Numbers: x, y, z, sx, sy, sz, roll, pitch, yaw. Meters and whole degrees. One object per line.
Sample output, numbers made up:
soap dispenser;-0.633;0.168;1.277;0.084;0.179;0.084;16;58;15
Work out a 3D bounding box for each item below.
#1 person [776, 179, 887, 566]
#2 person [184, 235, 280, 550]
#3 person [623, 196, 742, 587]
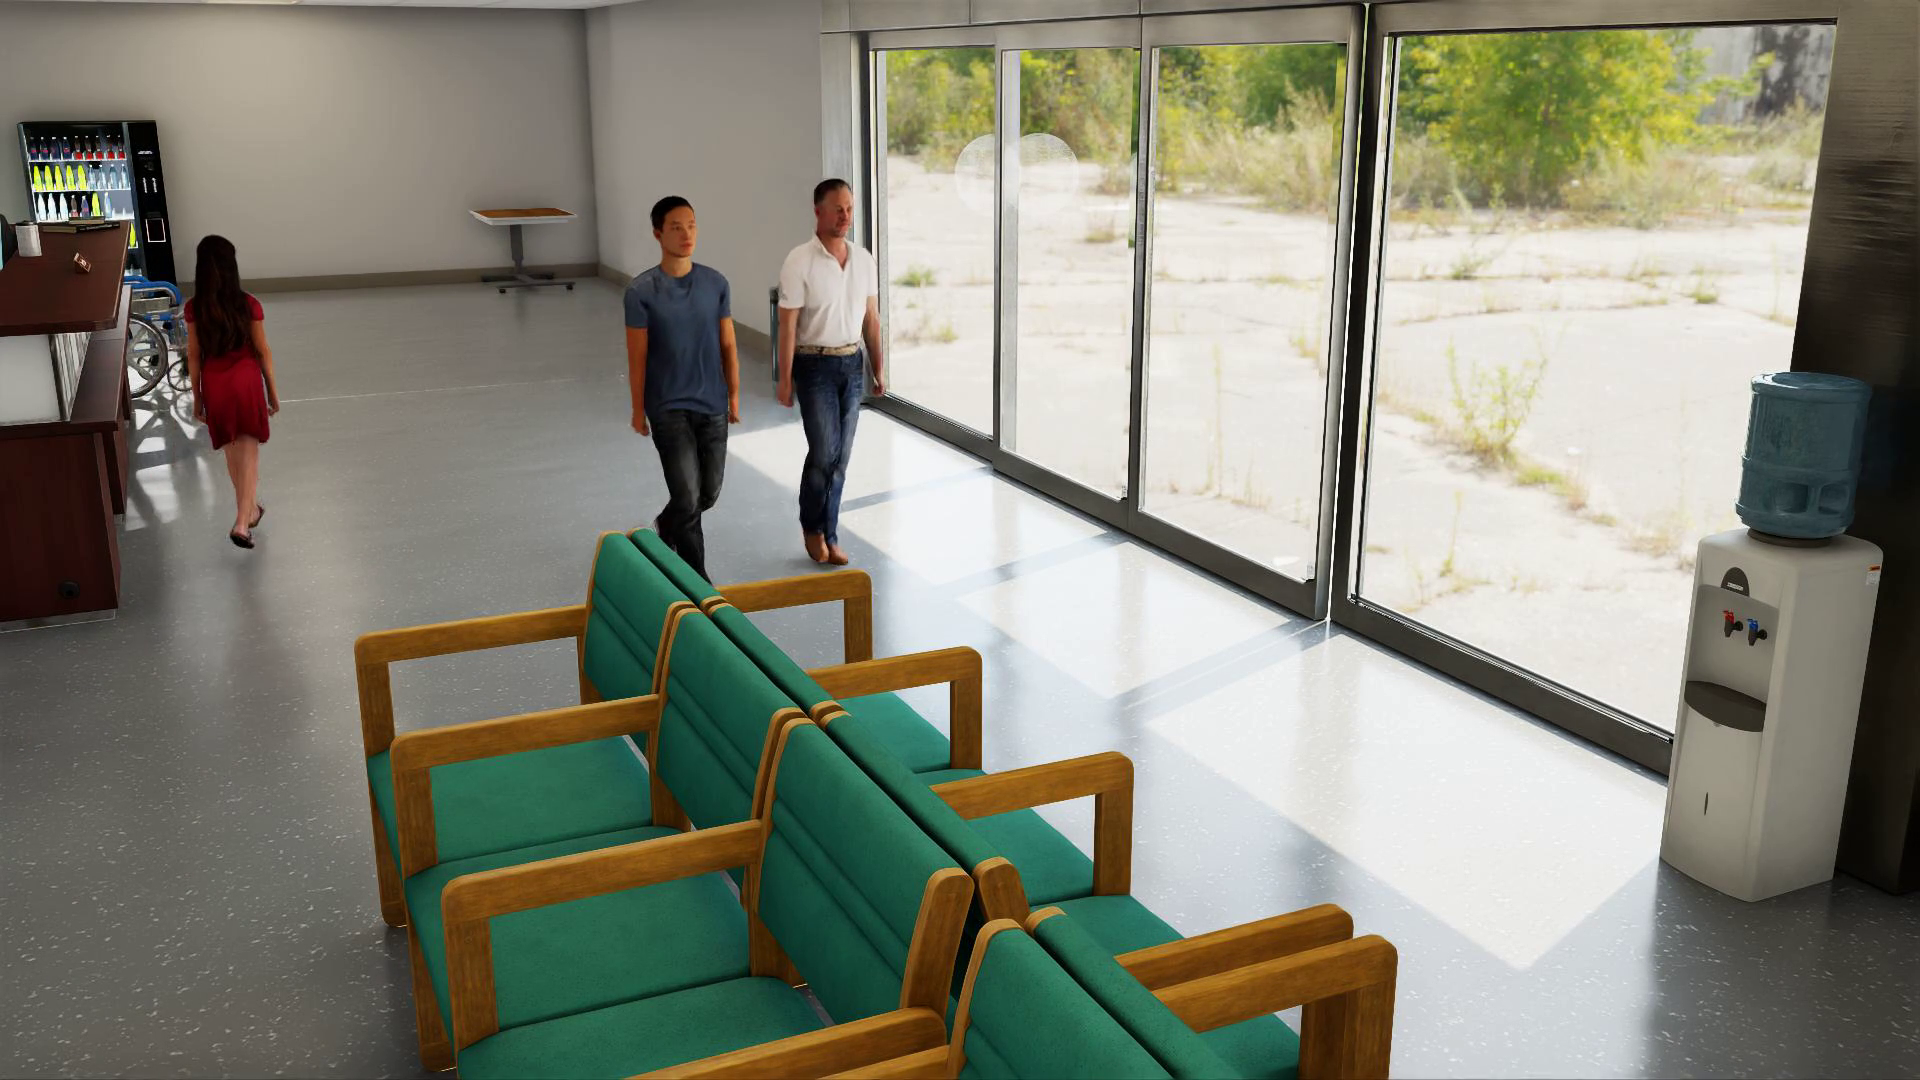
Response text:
person;-0.680;-0.799;7.975;0.635;1.839;0.774;-10;19;-31
person;-3.586;-0.701;8.196;1.058;1.522;0.764;-3;16;-12
person;-1.246;-0.593;7.339;1.017;1.787;0.828;-10;19;-33
